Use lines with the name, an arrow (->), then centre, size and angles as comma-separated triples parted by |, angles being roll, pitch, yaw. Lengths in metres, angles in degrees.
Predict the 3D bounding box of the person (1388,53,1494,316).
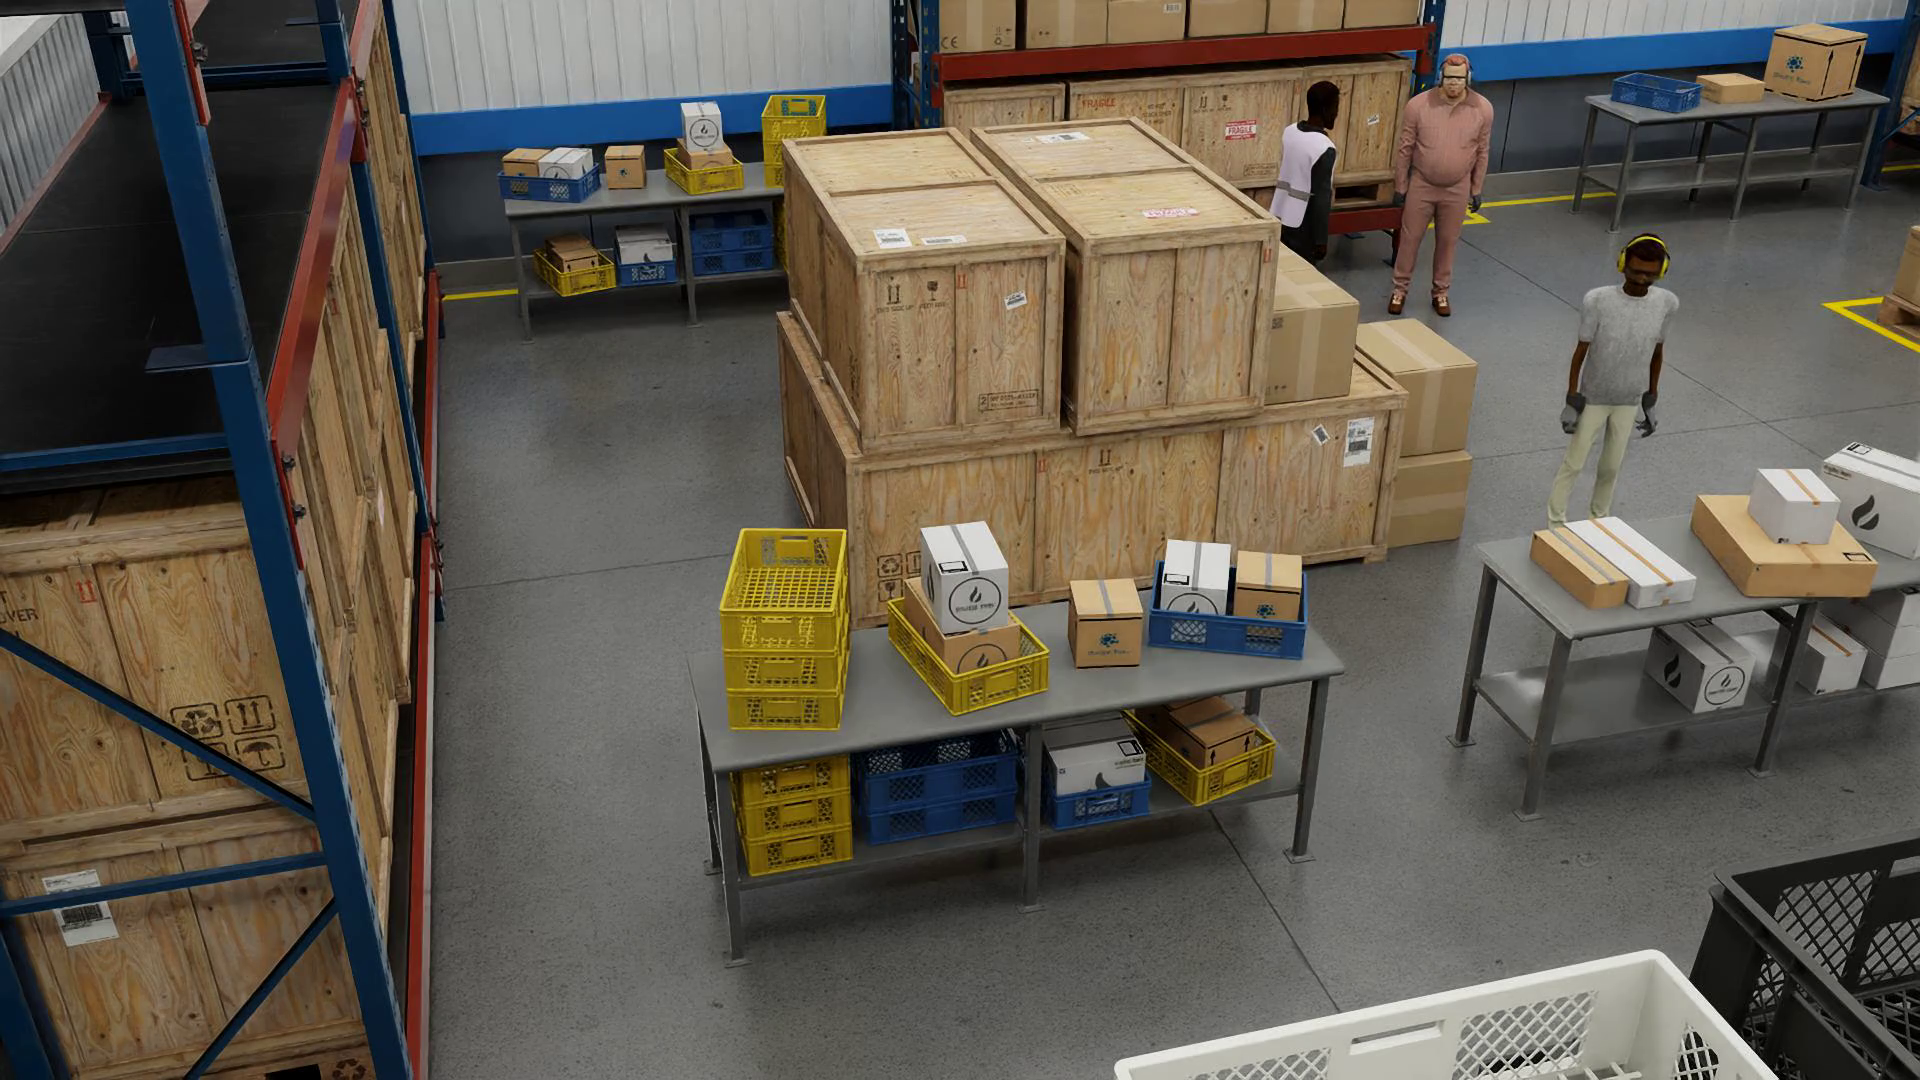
person -> 3.469, -2.553, 12.039 | 0.646, 1.907, 0.401 | 4, 29, 8

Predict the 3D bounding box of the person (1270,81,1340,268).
person -> 2.318, -2.157, 11.320 | 0.386, 1.912, 0.589 | -9, 30, -15

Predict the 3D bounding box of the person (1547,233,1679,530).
person -> 3.436, -0.720, 8.758 | 0.521, 1.865, 0.334 | 0, 29, 0
